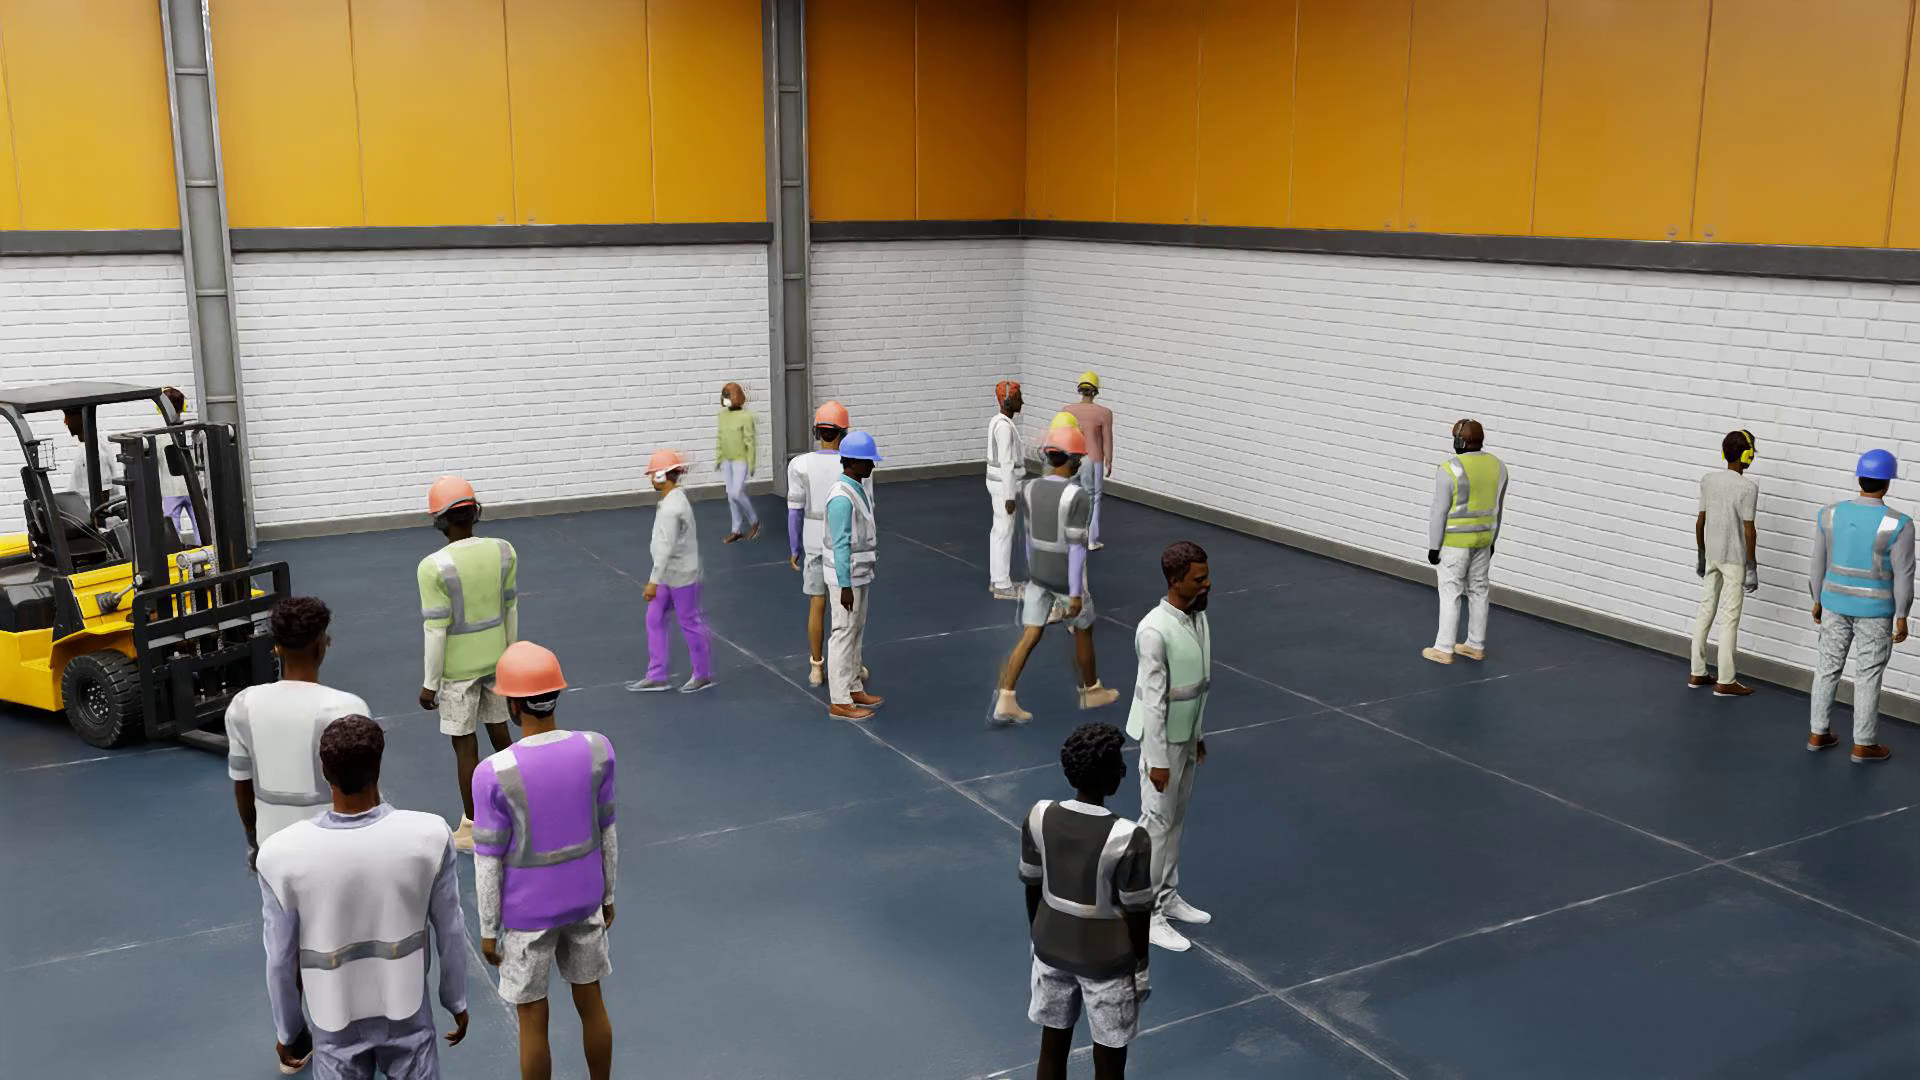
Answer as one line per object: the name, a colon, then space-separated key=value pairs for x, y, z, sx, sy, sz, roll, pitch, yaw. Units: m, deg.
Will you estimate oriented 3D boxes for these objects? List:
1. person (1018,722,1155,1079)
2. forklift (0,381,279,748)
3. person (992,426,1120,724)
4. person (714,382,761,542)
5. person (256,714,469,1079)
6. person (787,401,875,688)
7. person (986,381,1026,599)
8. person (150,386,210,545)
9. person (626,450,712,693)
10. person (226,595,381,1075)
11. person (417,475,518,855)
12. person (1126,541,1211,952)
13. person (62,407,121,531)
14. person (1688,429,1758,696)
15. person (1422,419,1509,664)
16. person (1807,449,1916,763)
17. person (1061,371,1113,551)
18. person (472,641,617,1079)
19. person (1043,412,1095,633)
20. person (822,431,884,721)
person: x=0.451 y=1.468 z=5.885 sx=0.535 sy=1.699 sz=0.321 roll=9 pitch=15 yaw=36
forklift: x=-5.853 y=0.085 z=11.199 sx=2.313 sy=2.155 sz=1.214 roll=7 pitch=14 yaw=28
person: x=0.616 y=0.234 z=11.031 sx=1.067 sy=1.985 sz=0.612 roll=-11 pitch=16 yaw=-42
person: x=-2.254 y=-0.768 z=16.565 sx=0.501 sy=1.623 sz=0.337 roll=11 pitch=16 yaw=42
person: x=-1.868 y=1.485 z=5.287 sx=0.596 sy=1.918 sz=0.381 roll=-5 pitch=13 yaw=-20
person: x=-0.904 y=0.033 z=11.801 sx=0.615 sy=2.041 sz=0.391 roll=1 pitch=12 yaw=3
person: x=0.405 y=-0.433 z=14.365 sx=0.352 sy=1.883 sz=0.580 roll=-1 pitch=12 yaw=-5
person: x=-6.595 y=-0.373 z=14.137 sx=0.518 sy=1.861 sz=0.312 roll=-7 pitch=14 yaw=-30
person: x=-2.048 y=0.234 z=11.627 sx=0.634 sy=1.713 sz=0.538 roll=-5 pitch=13 yaw=-23
person: x=-2.574 y=1.184 z=6.608 sx=0.642 sy=1.960 sz=0.371 roll=2 pitch=12 yaw=10
person: x=-2.628 y=0.664 z=8.868 sx=0.392 sy=2.034 sz=0.605 roll=8 pitch=14 yaw=33
person: x=0.994 y=0.942 z=7.835 sx=0.394 sy=1.920 sz=0.587 roll=6 pitch=14 yaw=27
person: x=-6.691 y=-0.160 z=12.889 sx=0.361 sy=1.962 sz=0.612 roll=-6 pitch=14 yaw=-27
person: x=5.372 y=0.159 z=11.642 sx=0.328 sy=1.862 sz=0.520 roll=-5 pitch=13 yaw=-22
person: x=3.753 y=0.011 z=12.405 sx=0.626 sy=1.836 sz=0.430 roll=-5 pitch=13 yaw=-23
person: x=5.572 y=0.404 z=10.289 sx=0.394 sy=1.945 sz=0.614 roll=-8 pitch=15 yaw=-34
person: x=1.239 y=-0.768 z=16.244 sx=0.530 sy=1.754 sz=0.342 roll=4 pitch=13 yaw=17
person: x=-1.510 y=1.313 z=6.075 sx=0.544 sy=1.930 sz=0.388 roll=-9 pitch=15 yaw=-38
person: x=0.837 y=-0.144 z=13.284 sx=0.526 sy=1.768 sz=0.315 roll=10 pitch=16 yaw=40
person: x=-0.712 y=0.236 z=11.101 sx=0.415 sy=1.939 sz=0.605 roll=2 pitch=12 yaw=8
